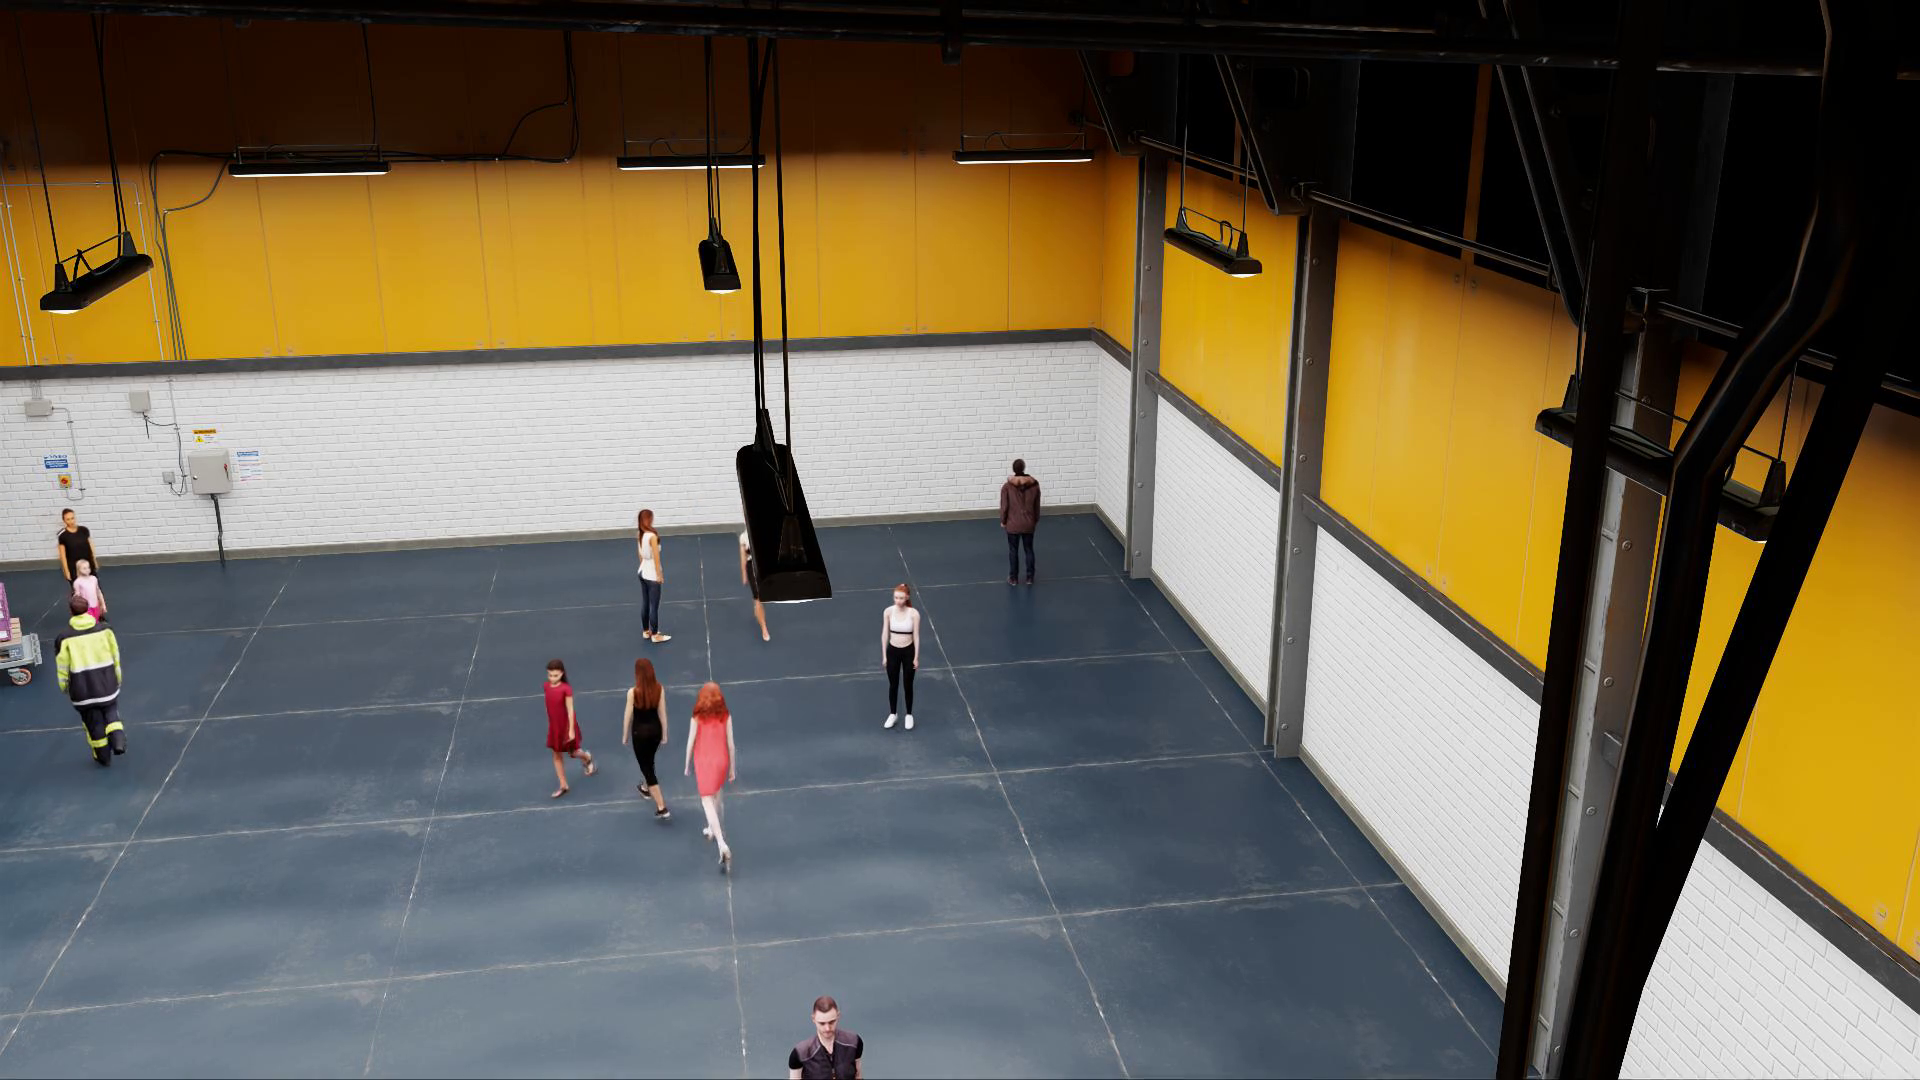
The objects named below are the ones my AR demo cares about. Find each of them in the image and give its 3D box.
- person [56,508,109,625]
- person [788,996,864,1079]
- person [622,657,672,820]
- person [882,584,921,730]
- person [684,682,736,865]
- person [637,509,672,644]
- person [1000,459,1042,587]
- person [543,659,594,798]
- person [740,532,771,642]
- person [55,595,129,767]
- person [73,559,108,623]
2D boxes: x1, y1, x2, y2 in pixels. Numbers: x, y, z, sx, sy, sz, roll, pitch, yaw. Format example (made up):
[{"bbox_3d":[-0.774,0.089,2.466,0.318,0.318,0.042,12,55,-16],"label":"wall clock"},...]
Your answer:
[{"bbox_3d":[-11.825,0.355,22.263,0.737,1.661,0.701,15,24,38],"label":"person"},{"bbox_3d":[-0.903,3.920,11.393,0.723,1.842,0.651,-7,20,-20],"label":"person"},{"bbox_3d":[-3.198,2.068,17.131,0.911,1.690,1.213,-12,22,-33],"label":"person"},{"bbox_3d":[-0.673,1.336,19.227,0.653,1.740,0.635,4,19,10],"label":"person"},{"bbox_3d":[-2.407,2.302,16.281,0.852,1.790,1.216,-10,21,-27],"label":"person"},{"bbox_3d":[-4.068,0.462,21.752,0.722,1.785,0.609,-14,23,-36],"label":"person"},{"bbox_3d":[0.869,-0.261,23.803,0.734,1.846,0.628,-4,19,-11],"label":"person"},{"bbox_3d":[-4.207,1.946,17.747,0.805,1.528,0.976,6,20,18],"label":"person"},{"bbox_3d":[-2.649,0.428,21.952,0.753,1.721,1.087,-7,20,-21],"label":"person"},{"bbox_3d":[-9.472,1.568,18.184,0.973,1.965,0.933,17,25,41],"label":"person"},{"bbox_3d":[-11.257,0.847,21.423,0.666,1.265,0.592,9,21,25],"label":"person"}]
